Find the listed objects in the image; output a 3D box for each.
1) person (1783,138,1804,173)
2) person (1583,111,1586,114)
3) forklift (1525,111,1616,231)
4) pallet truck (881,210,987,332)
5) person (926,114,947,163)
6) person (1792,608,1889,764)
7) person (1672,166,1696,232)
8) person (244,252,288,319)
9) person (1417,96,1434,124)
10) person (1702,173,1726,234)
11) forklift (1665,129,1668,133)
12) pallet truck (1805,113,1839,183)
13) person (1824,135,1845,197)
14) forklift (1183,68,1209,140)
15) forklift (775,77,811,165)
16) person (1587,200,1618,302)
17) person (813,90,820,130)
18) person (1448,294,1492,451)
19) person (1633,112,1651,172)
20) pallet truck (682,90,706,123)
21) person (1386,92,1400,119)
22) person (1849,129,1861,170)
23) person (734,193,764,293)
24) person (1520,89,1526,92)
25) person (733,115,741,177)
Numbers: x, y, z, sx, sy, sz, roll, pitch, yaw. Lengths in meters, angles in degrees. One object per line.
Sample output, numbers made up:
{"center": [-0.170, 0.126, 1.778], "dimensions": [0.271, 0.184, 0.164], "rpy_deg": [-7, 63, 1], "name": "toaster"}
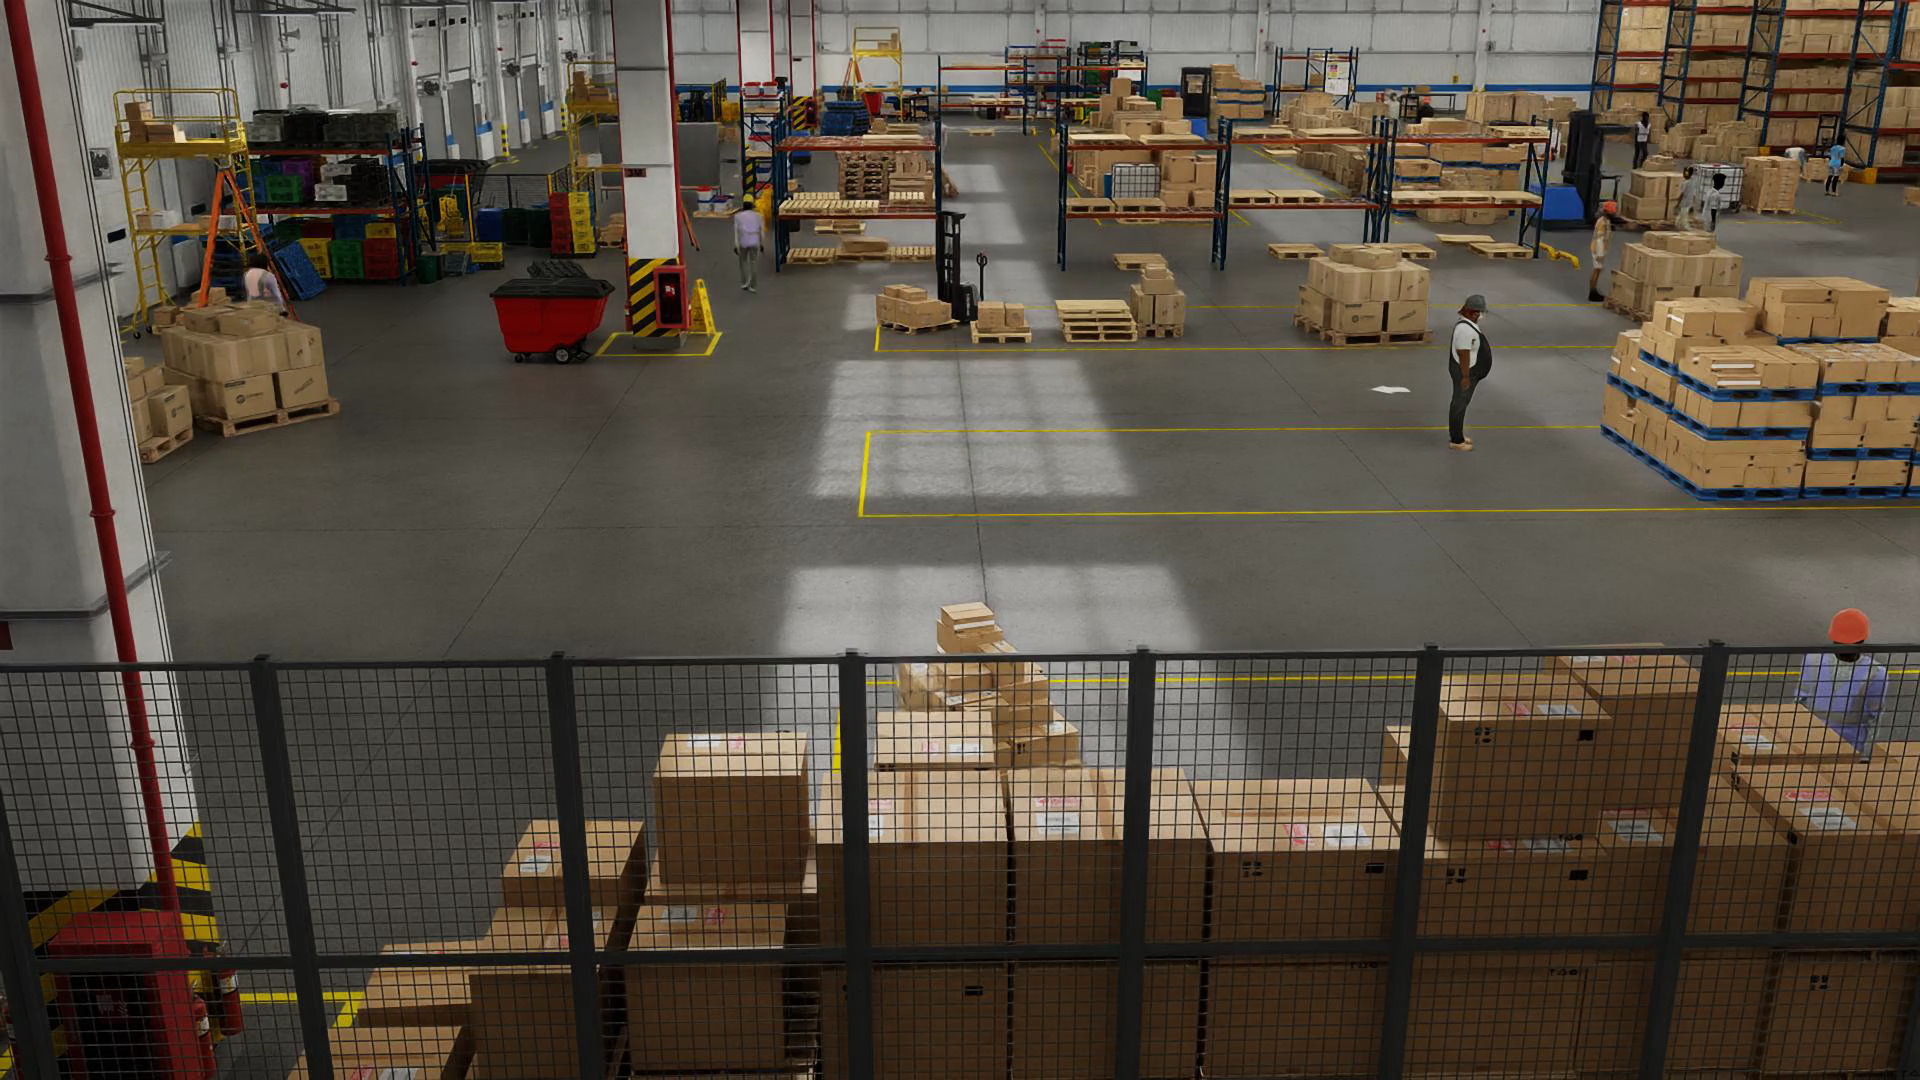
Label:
{"center": [23.573, -10.565, 47.151], "dimensions": [0.549, 1.606, 0.713], "rpy_deg": [6, 19, 16], "name": "person"}
{"center": [19.547, -12.528, 52.488], "dimensions": [0.355, 1.938, 0.637], "rpy_deg": [-13, 23, -34], "name": "person"}
{"center": [15.029, -9.013, 40.610], "dimensions": [1.873, 2.768, 1.129], "rpy_deg": [-1, 19, -2], "name": "forklift"}
{"center": [-0.493, -4.759, 29.349], "dimensions": [1.885, 1.965, 0.823], "rpy_deg": [-13, 23, -34], "name": "pallet truck"}
{"center": [-0.744, -12.367, 52.089], "dimensions": [0.645, 1.896, 1.005], "rpy_deg": [-2, 19, -5], "name": "person"}
{"center": [5.889, 1.369, 11.264], "dimensions": [0.552, 1.934, 0.364], "rpy_deg": [17, 25, 40], "name": "person"}
{"center": [16.511, -7.639, 38.143], "dimensions": [0.554, 1.830, 0.913], "rpy_deg": [-17, 25, -42], "name": "person"}
{"center": [-11.038, -3.634, 26.317], "dimensions": [0.626, 1.809, 0.903], "rpy_deg": [12, 22, 32], "name": "person"}
{"center": [16.429, -14.703, 58.881], "dimensions": [0.615, 1.981, 0.650], "rpy_deg": [-3, 19, -10], "name": "person"}
{"center": [16.171, -6.909, 35.798], "dimensions": [0.374, 1.958, 0.599], "rpy_deg": [4, 19, 12], "name": "person"}
{"center": [29.065, -17.654, 66.244], "dimensions": [1.873, 2.768, 1.129], "rpy_deg": [-1, 19, -2], "name": "forklift"}
{"center": [26.403, -11.957, 50.702], "dimensions": [0.823, 1.965, 1.885], "rpy_deg": [6, 19, 16], "name": "pallet truck"}
{"center": [24.849, -10.614, 47.178], "dimensions": [0.322, 1.699, 0.535], "rpy_deg": [-4, 19, -12], "name": "person"}
{"center": [8.563, -15.807, 60.765], "dimensions": [1.129, 2.768, 1.873], "rpy_deg": [4, 19, 13], "name": "forklift"}
{"center": [-5.920, -13.893, 55.085], "dimensions": [1.873, 2.768, 1.129], "rpy_deg": [-1, 19, -1], "name": "forklift"}
{"center": [12.248, -5.528, 31.731], "dimensions": [0.397, 1.934, 0.551], "rpy_deg": [11, 22, 30], "name": "person"}
{"center": [-5.897, -17.345, 67.165], "dimensions": [0.524, 1.682, 0.546], "rpy_deg": [-15, 24, -38], "name": "person"}
{"center": [6.645, -2.198, 21.686], "dimensions": [0.535, 2.000, 0.674], "rpy_deg": [5, 19, 15], "name": "person"}
{"center": [21.679, -12.636, 52.866], "dimensions": [0.612, 1.892, 0.596], "rpy_deg": [-5, 19, -16], "name": "person"}
{"center": [-9.671, -15.907, 62.421], "dimensions": [0.823, 1.965, 1.885], "rpy_deg": [5, 19, 15], "name": "pallet truck"}
{"center": [16.014, -15.629, 61.711], "dimensions": [0.633, 1.923, 0.499], "rpy_deg": [-5, 19, -16], "name": "person"}
{"center": [29.159, -12.929, 53.828], "dimensions": [0.619, 1.845, 0.430], "rpy_deg": [-3, 19, -9], "name": "person"}
{"center": [-4.156, -5.847, 32.712], "dimensions": [0.619, 1.900, 0.695], "rpy_deg": [-6, 20, -17], "name": "person"}
{"center": [21.537, -16.341, 63.889], "dimensions": [0.563, 1.891, 0.989], "rpy_deg": [-8, 20, -23], "name": "person"}
{"center": [-6.736, -12.298, 51.866], "dimensions": [0.775, 1.906, 0.591], "rpy_deg": [-18, 25, -42], "name": "person"}
